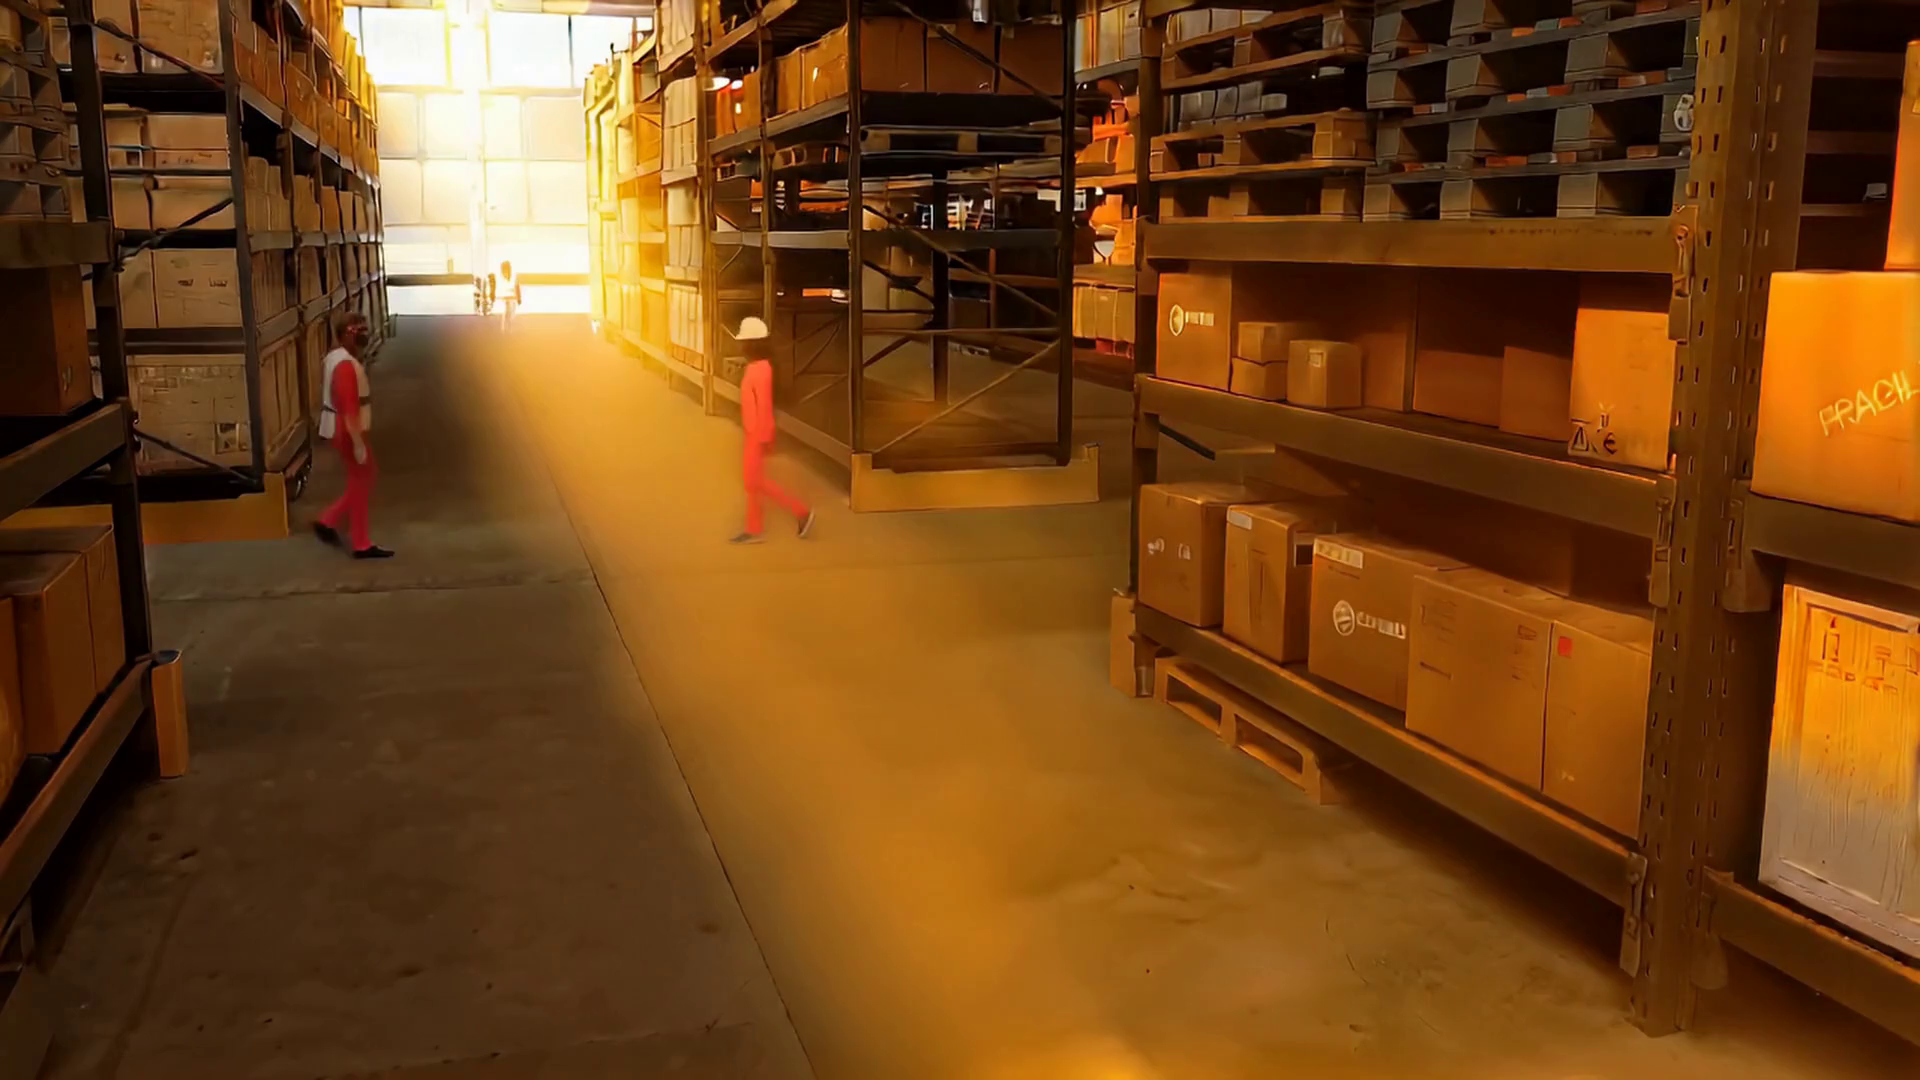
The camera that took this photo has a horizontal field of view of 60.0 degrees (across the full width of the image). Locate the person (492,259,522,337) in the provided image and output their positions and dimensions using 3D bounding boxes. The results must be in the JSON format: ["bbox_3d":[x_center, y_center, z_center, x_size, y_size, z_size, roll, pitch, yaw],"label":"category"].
[{"bbox_3d":[-10.625,-5.670,39.037,0.663,1.816,0.676,-4,11,-23],"label":"person"}]

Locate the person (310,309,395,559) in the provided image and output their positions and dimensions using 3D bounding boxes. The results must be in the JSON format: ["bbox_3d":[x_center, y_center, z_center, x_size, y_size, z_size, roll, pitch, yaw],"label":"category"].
[{"bbox_3d":[-4.450,-0.755,12.087,0.480,1.830,0.572,-3,11,-17],"label":"person"}]

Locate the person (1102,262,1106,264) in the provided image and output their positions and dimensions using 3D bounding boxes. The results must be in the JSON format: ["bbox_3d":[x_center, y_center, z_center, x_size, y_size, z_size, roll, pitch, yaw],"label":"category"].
[{"bbox_3d":[3.594,-6.215,42.266,0.390,1.735,0.587,6,12,30],"label":"person"}]

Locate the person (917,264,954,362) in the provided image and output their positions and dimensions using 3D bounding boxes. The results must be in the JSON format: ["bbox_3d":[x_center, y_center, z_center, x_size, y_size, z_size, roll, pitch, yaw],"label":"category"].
[{"bbox_3d":[-0.425,-4.180,30.767,0.678,1.856,0.965,-3,11,-16],"label":"person"}]

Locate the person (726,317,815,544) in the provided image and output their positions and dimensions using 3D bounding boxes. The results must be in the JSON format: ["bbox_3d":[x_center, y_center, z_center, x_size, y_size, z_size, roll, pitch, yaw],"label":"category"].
[{"bbox_3d":[-1.469,-0.821,12.677,0.597,1.751,0.530,-2,11,-13],"label":"person"}]

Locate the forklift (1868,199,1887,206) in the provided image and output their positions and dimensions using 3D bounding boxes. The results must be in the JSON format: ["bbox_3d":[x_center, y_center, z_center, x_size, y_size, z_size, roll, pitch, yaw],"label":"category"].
[{"bbox_3d":[11.338,-2.915,21.052,1.129,2.768,1.873,-3,11,-17],"label":"forklift"}]
